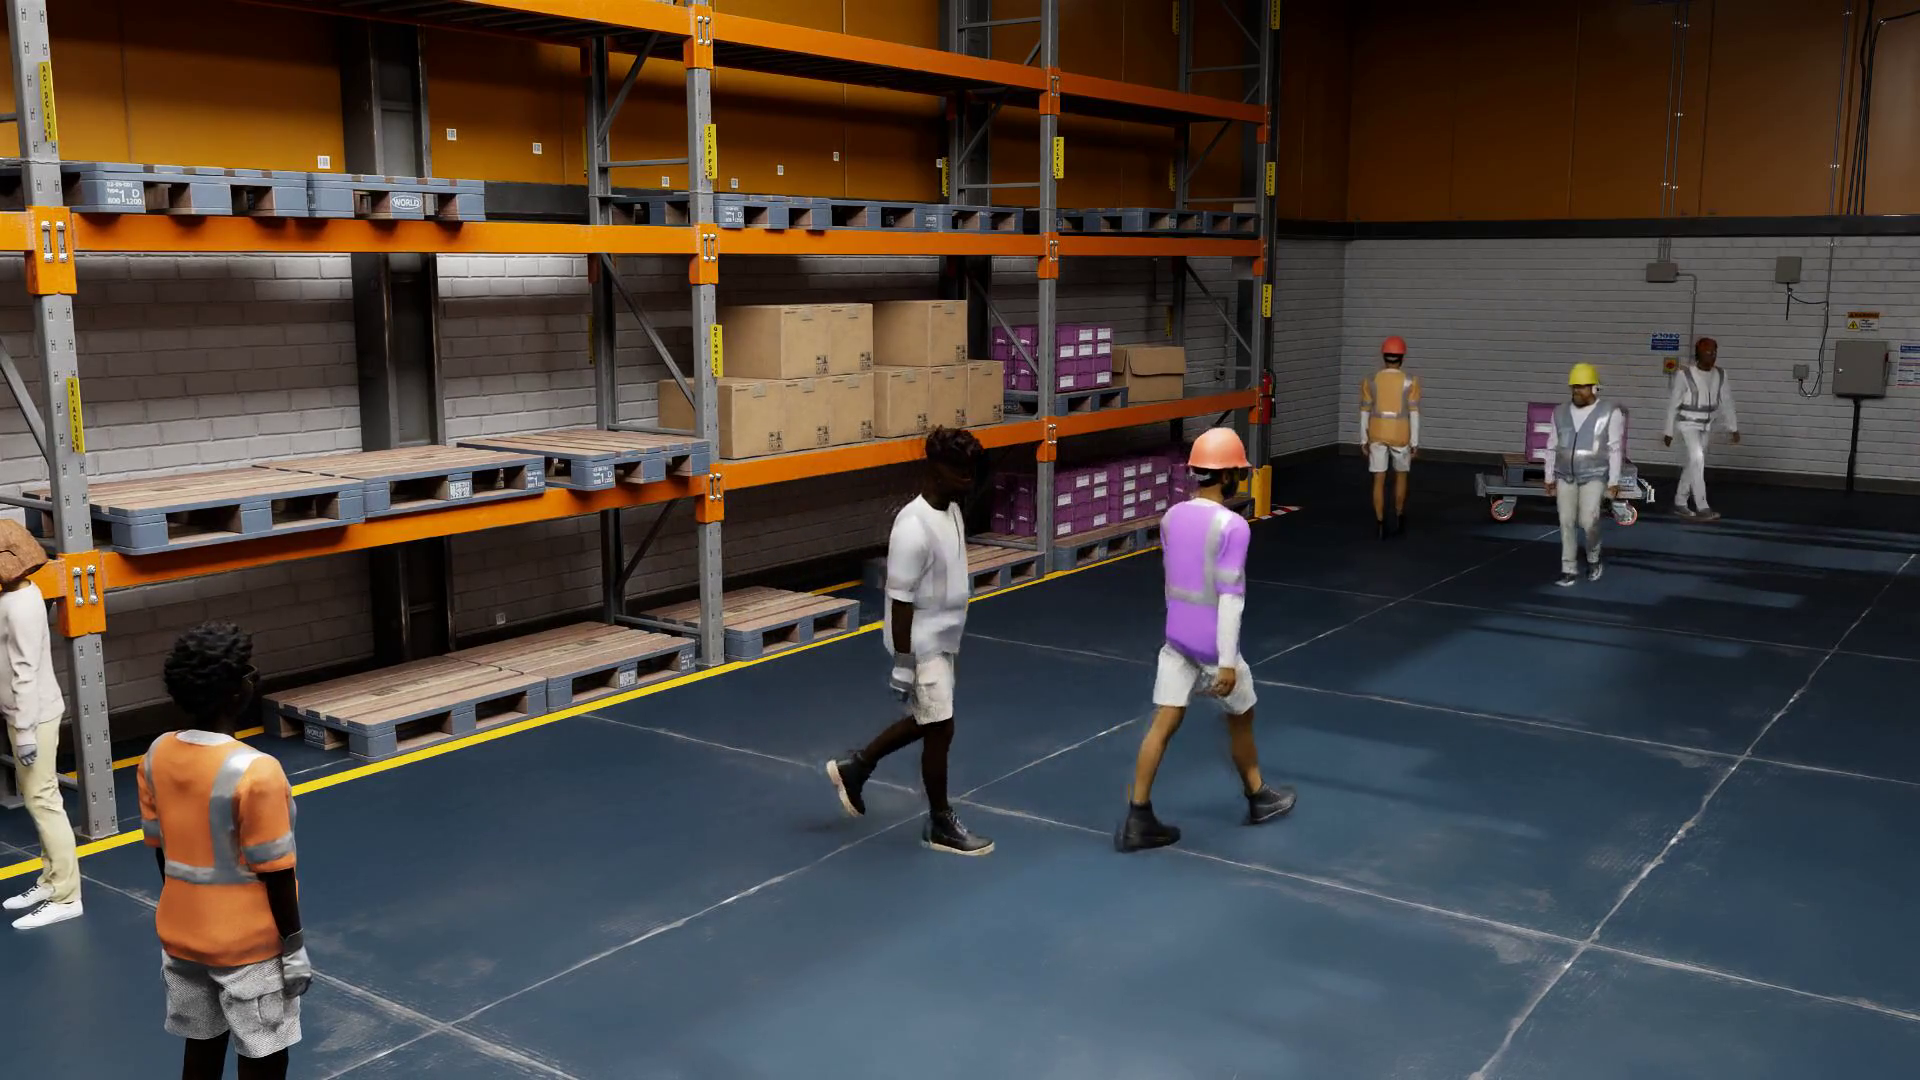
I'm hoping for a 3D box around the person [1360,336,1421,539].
[{"bbox_3d":[4.128,-0.990,15.910,0.571,1.909,0.836,4,10,21],"label":"person"}]

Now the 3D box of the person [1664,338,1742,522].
[{"bbox_3d":[7.526,-1.102,16.791,0.598,1.843,0.924,-3,10,-19],"label":"person"}]

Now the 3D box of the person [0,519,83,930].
[{"bbox_3d":[-3.708,0.719,6.598,0.282,1.625,0.492,-6,11,-31],"label":"person"}]

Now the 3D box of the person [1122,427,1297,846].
[{"bbox_3d":[1.125,0.432,7.522,1.020,1.886,0.561,-7,12,-34],"label":"person"}]

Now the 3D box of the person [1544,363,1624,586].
[{"bbox_3d":[4.995,-0.520,13.397,0.612,1.813,0.423,9,13,44],"label":"person"}]

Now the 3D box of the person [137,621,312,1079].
[{"bbox_3d":[-1.919,1.050,4.398,0.535,1.700,0.318,5,11,29],"label":"person"}]

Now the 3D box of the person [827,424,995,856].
[{"bbox_3d":[-0.230,0.441,7.353,0.758,1.926,0.666,3,10,17],"label":"person"}]
